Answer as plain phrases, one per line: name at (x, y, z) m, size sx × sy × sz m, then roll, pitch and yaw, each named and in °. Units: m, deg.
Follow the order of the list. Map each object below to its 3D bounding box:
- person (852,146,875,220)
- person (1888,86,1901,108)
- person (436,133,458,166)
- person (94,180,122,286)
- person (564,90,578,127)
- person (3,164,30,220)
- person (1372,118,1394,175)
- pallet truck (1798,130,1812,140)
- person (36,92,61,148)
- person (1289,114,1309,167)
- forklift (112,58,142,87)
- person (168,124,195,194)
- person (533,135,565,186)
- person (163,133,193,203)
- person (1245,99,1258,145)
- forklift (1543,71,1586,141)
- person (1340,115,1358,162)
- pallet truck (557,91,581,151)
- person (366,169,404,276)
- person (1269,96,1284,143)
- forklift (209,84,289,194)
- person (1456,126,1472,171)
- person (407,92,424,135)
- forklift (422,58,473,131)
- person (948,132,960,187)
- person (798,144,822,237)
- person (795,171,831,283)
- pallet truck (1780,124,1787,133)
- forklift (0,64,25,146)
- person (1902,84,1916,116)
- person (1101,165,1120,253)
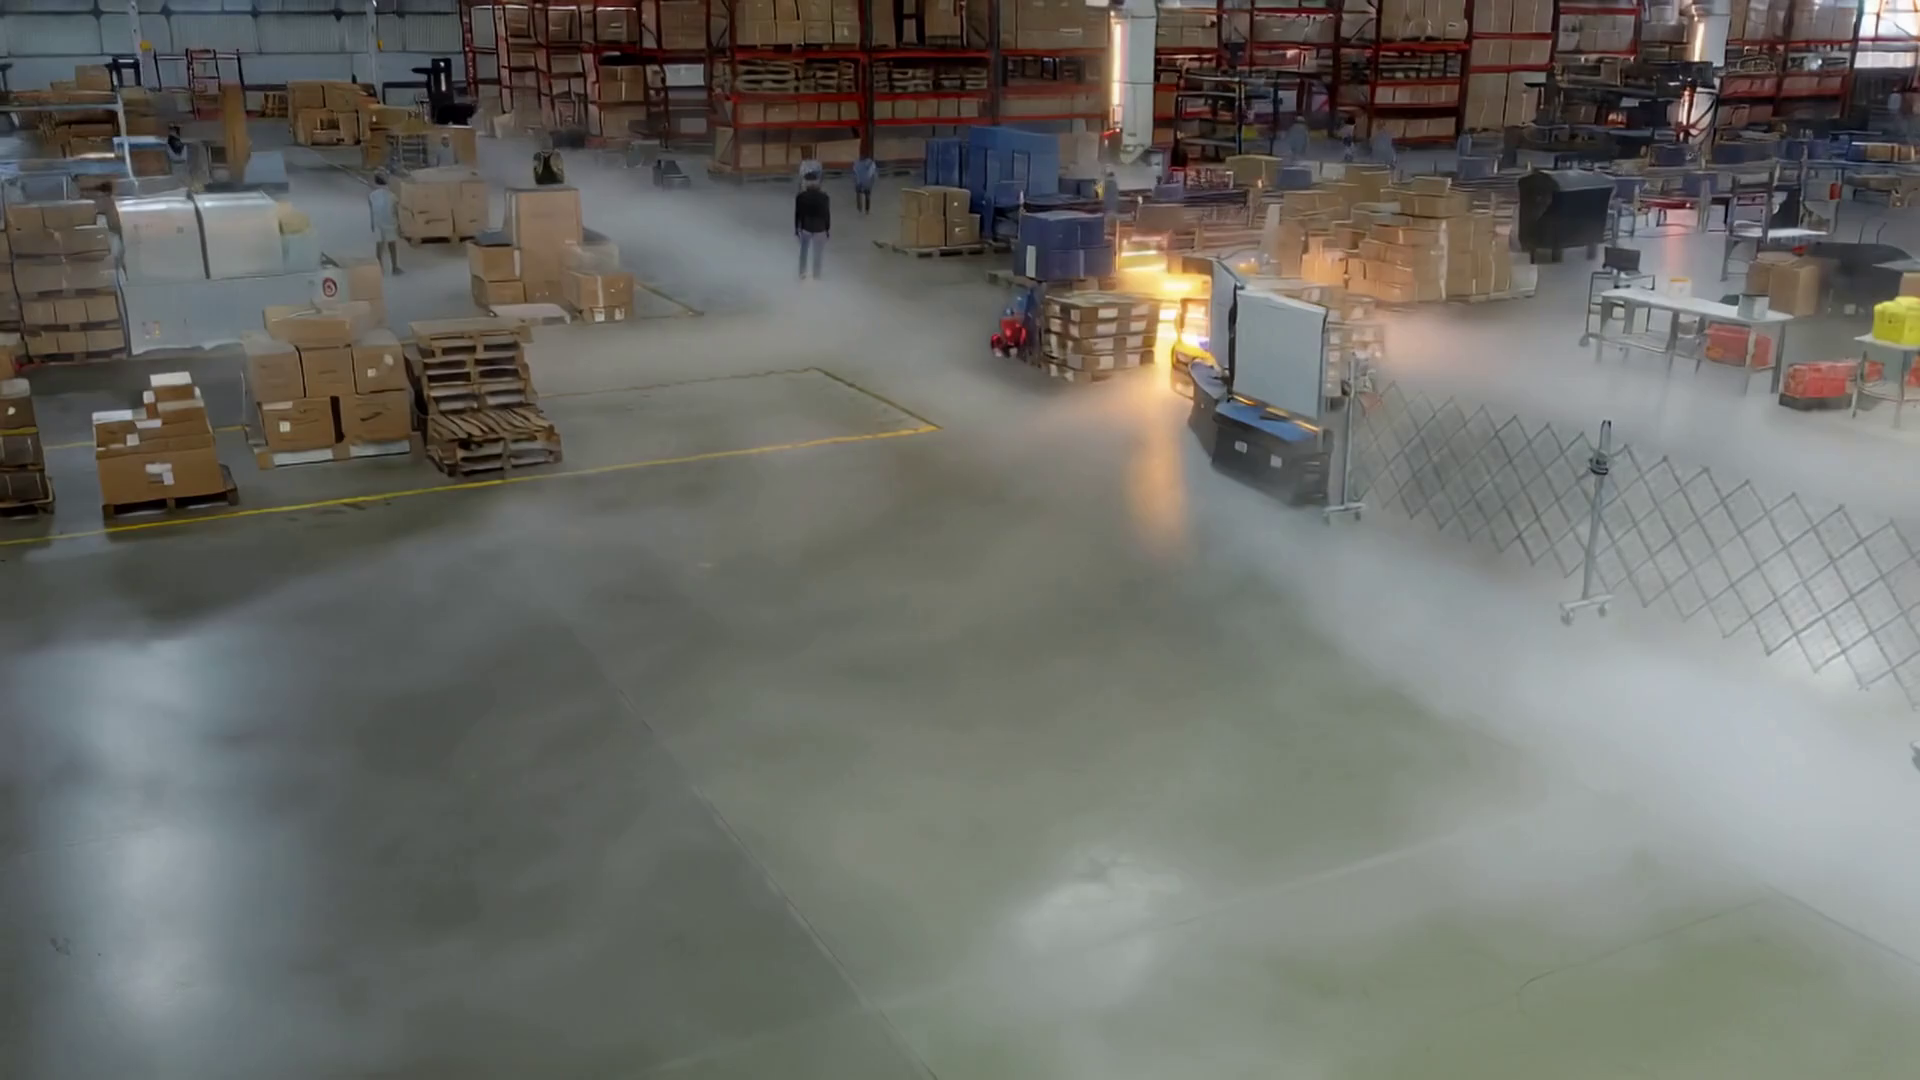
person at (-2.230, -8.264, 38.513) m, size 0.553 × 1.682 × 0.370 m, roll 1°, pitch 18°, yaw 2°
person at (36.953, -17.082, 65.887) m, size 0.326 × 1.765 × 0.533 m, roll -4°, pitch 18°, yaw -12°
person at (-12.412, -8.926, 40.308) m, size 0.548 × 1.856 × 0.437 m, roll -16°, pitch 24°, yaw -40°
person at (-14.985, -5.401, 29.318) m, size 0.477 × 1.857 × 0.547 m, roll 6°, pitch 19°, yaw 18°
person at (-14.382, -15.681, 61.405) m, size 0.429 × 1.839 × 0.623 m, roll 9°, pitch 20°, yaw 25°
person at (-18.393, -6.403, 32.475) m, size 0.505 × 1.840 × 0.346 m, roll 2°, pitch 18°, yaw 6°
person at (11.602, -10.639, 45.657) m, size 0.642 × 1.863 × 0.996 m, roll -6°, pitch 19°, yaw -18°
pallet truck at (25.526, -11.556, 49.408) m, size 1.630 × 1.274 × 0.653 m, roll -9°, pitch 20°, yaw -26°
person at (-31.862, -14.686, 58.137) m, size 0.627 × 1.941 × 0.370 m, roll -6°, pitch 19°, yaw -17°
person at (9.745, -11.389, 48.096) m, size 0.869 × 1.799 × 0.589 m, roll -11°, pitch 21°, yaw -32°
forklift at (-32.978, -17.738, 66.135) m, size 1.129 × 2.768 × 1.873 m, roll -1°, pitch 18°, yaw -2°
person at (-20.168, -9.816, 43.076) m, size 0.791 × 1.856 × 0.604 m, roll -10°, pitch 20°, yaw -28°
person at (-9.196, -8.059, 37.314) m, size 0.689 × 2.000 × 0.674 m, roll 0°, pitch 18°, yaw -1°
person at (-18.736, -8.817, 39.956) m, size 0.602 × 1.860 × 0.996 m, roll -15°, pitch 23°, yaw -39°
person at (10.485, -15.158, 59.488) m, size 0.700 × 2.009 × 0.679 m, roll 7°, pitch 19°, yaw 22°
forklift at (18.685, -13.231, 52.085) m, size 1.873 × 2.768 × 1.129 m, roll -9°, pitch 20°, yaw -26°
person at (11.625, -11.798, 49.534) m, size 0.524 × 1.678 × 0.558 m, roll -14°, pitch 22°, yaw -36°
pallet truck at (-13.495, -14.412, 57.188) m, size 0.823 × 1.965 × 1.885 m, roll -3°, pitch 18°, yaw -9°
person at (-10.543, -5.807, 30.458) m, size 0.545 × 1.938 × 0.360 m, roll 1°, pitch 18°, yaw 2°
person at (11.473, -15.203, 60.173) m, size 0.449 × 1.680 × 0.544 m, roll -6°, pitch 19°, yaw -18°
forklift at (-18.778, -10.487, 43.529) m, size 1.873 × 2.768 × 1.129 m, roll -9°, pitch 20°, yaw -26°
person at (13.881, -10.579, 45.825) m, size 0.286 × 1.632 × 0.501 m, roll -13°, pitch 22°, yaw -34°
person at (-19.132, -14.796, 58.532) m, size 0.594 × 1.910 × 0.384 m, roll 2°, pitch 18°, yaw 5°
forklift at (-20.382, -17.626, 65.786) m, size 1.873 × 2.768 × 1.129 m, roll 6°, pitch 19°, yaw 17°
person at (-0.122, -9.329, 41.719) m, size 0.328 × 1.765 × 0.532 m, roll 5°, pitch 18°, yaw 14°
person at (-3.221, -7.484, 35.639) m, size 0.607 × 1.966 × 0.367 m, roll 14°, pitch 22°, yaw 37°
person at (-2.624, -5.558, 29.646) m, size 0.639 × 1.967 × 0.694 m, roll 0°, pitch 18°, yaw 0°
pallet truck at (25.206, -12.542, 52.601) m, size 1.601 × 1.201 × 0.680 m, roll 0°, pitch 18°, yaw -2°
forklift at (-34.240, -15.419, 58.904) m, size 1.129 × 2.768 × 1.873 m, roll -4°, pitch 18°, yaw -12°
person at (37.144, -16.898, 65.109) m, size 0.883 × 1.896 × 0.569 m, roll -14°, pitch 22°, yaw -36°
person at (2.935, -6.592, 33.215) m, size 0.723 × 1.740 × 0.532 m, roll -7°, pitch 19°, yaw -21°
